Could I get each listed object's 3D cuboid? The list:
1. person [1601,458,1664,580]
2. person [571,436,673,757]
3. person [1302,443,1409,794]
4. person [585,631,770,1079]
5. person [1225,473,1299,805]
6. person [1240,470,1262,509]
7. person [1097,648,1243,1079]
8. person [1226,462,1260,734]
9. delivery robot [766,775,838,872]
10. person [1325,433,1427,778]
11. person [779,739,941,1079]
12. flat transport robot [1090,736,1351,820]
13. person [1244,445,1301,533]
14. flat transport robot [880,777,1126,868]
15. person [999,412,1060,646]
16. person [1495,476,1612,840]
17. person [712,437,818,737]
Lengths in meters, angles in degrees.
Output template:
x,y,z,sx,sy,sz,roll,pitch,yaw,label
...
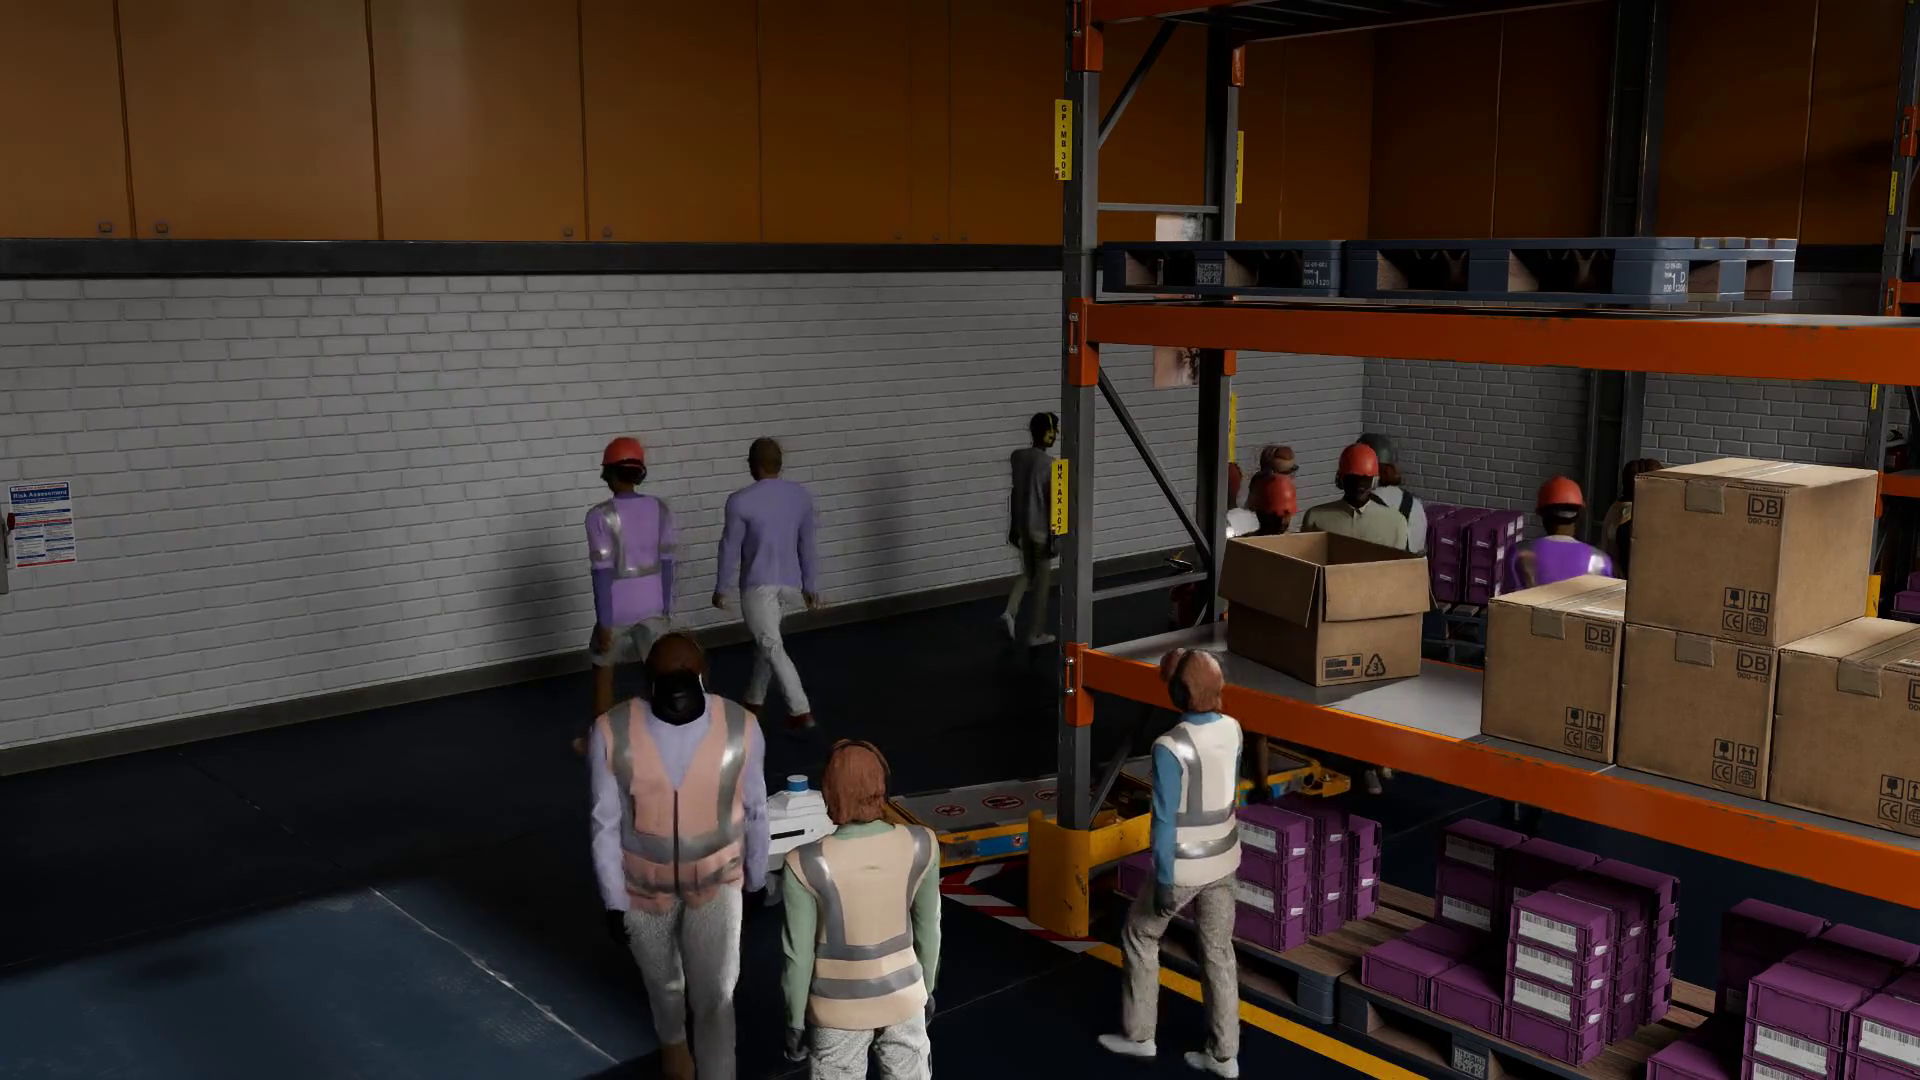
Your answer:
x,y,z,sx,sy,sz,roll,pitch,yaw,label
4.043,0.426,9.972,0.429,1.844,0.625,2,10,13,person
-1.906,0.388,9.799,1.052,1.988,0.625,9,13,41,person
2.207,0.443,9.413,0.612,1.997,0.376,2,10,10,person
-0.971,1.173,5.793,0.624,1.795,0.973,-1,10,-7,person
1.630,0.557,9.013,0.564,1.908,0.740,-2,10,-12,person
2.070,0.295,11.445,0.535,1.580,0.895,-9,13,-42,person
0.789,1.187,6.178,0.536,1.611,0.674,-9,14,-44,person
1.548,0.461,9.714,0.674,1.859,0.550,-9,13,-43,person
-0.775,1.367,7.945,0.707,0.478,0.477,-5,11,-26,delivery robot
2.378,0.370,9.711,0.698,2.000,0.541,-5,11,-26,person
-0.286,1.393,4.908,0.514,1.637,0.314,-5,11,-25,person
1.419,1.334,9.245,1.431,0.197,0.652,-6,11,-31,flat transport robot
1.875,0.313,10.582,0.820,1.876,0.651,2,10,10,person
0.149,1.452,8.550,1.431,0.197,0.652,-4,11,-23,flat transport robot
0.551,-0.071,12.864,0.536,1.844,0.470,9,13,42,person
3.044,0.628,8.622,0.580,1.895,0.513,2,10,10,person
-1.203,0.287,10.630,0.979,1.900,0.627,9,13,43,person
